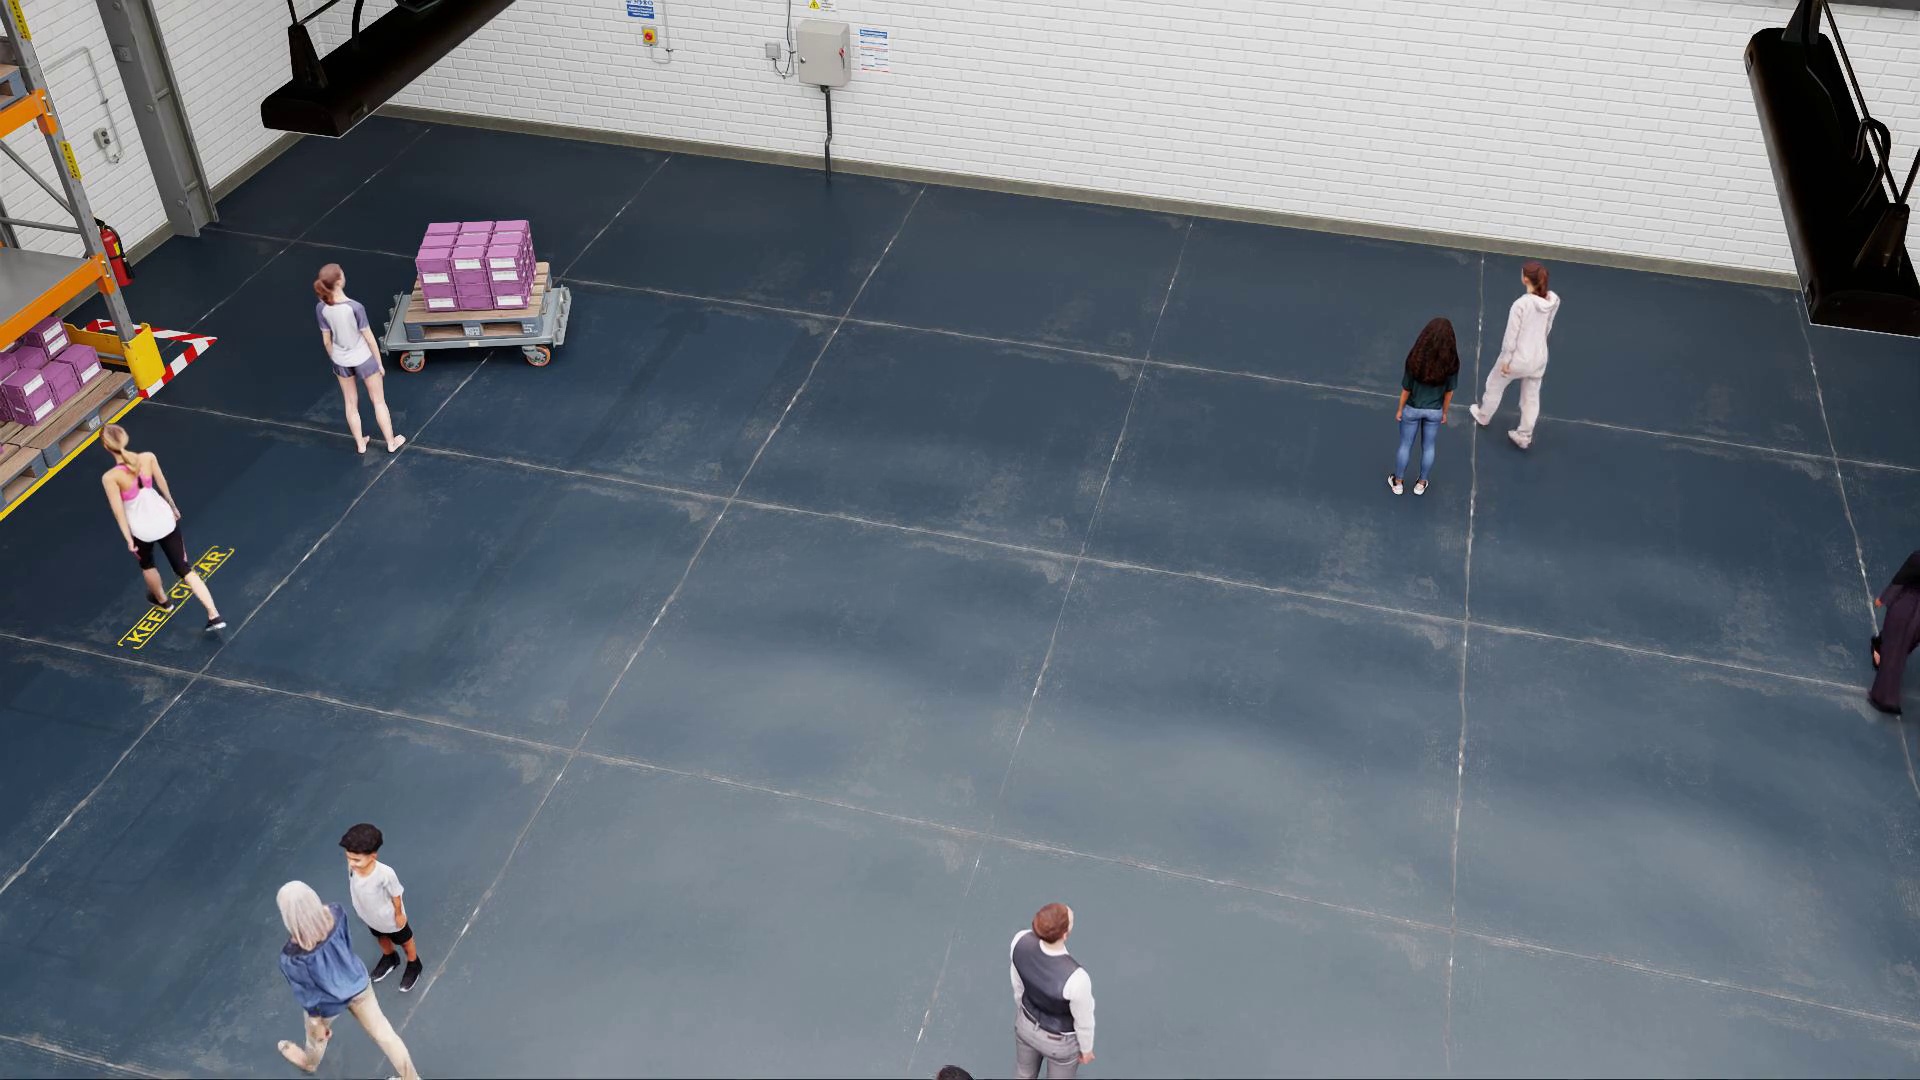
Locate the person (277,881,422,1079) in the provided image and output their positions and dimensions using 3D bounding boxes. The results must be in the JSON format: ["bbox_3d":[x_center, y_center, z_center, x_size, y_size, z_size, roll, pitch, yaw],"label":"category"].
[{"bbox_3d":[-3.276,2.495,8.965,0.813,1.644,1.115,16,41,19],"label":"person"}]

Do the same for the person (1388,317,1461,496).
[{"bbox_3d":[3.747,-1.075,13.458,0.625,1.616,0.623,5,39,6],"label":"person"}]

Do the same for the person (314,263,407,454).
[{"bbox_3d":[-5.057,-1.501,13.872,0.638,1.765,0.621,0,39,0],"label":"person"}]

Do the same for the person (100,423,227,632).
[{"bbox_3d":[-5.780,-0.039,12.057,0.968,1.745,1.175,24,45,27],"label":"person"}]

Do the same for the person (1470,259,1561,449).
[{"bbox_3d":[4.776,-1.500,13.958,0.913,1.656,1.028,-10,40,-12],"label":"person"}]

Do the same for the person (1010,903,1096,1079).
[{"bbox_3d":[0.465,2.541,8.672,0.741,1.938,0.730,29,47,31],"label":"person"}]

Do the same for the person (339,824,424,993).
[{"bbox_3d":[-3.390,2.129,9.731,0.498,1.261,0.499,12,40,15],"label":"person"}]

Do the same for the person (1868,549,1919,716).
[{"bbox_3d":[6.623,0.527,11.456,0.744,1.611,1.022,0,39,1],"label":"person"}]
